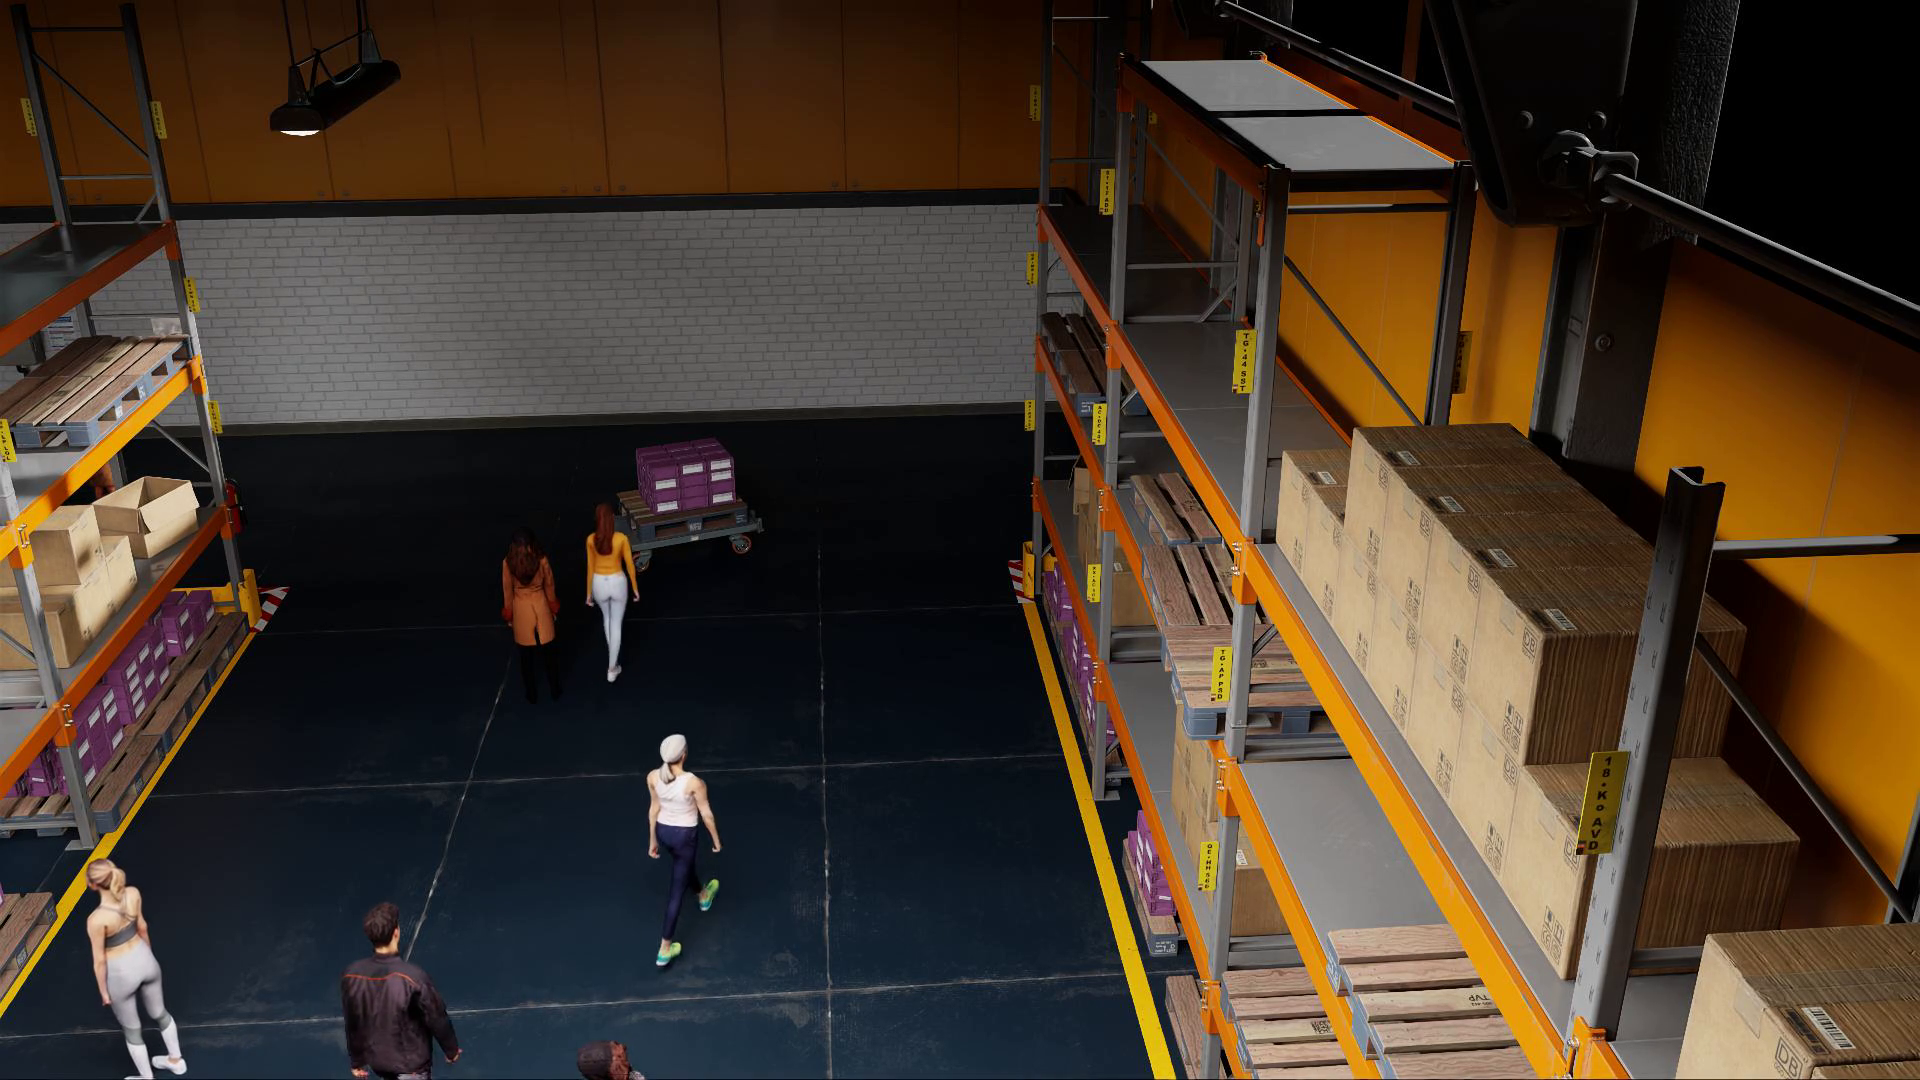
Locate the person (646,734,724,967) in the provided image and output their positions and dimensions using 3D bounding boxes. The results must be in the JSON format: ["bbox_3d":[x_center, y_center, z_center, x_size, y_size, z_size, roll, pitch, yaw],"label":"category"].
[{"bbox_3d":[-2.009,2.195,11.682,0.974,1.648,1.275,8,25,18],"label":"person"}]

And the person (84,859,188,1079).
[{"bbox_3d":[-5.186,2.718,10.417,0.703,1.702,0.599,10,26,23],"label":"person"}]

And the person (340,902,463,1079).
[{"bbox_3d":[-3.243,3.019,9.490,0.995,1.893,1.312,6,24,13],"label":"person"}]

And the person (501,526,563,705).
[{"bbox_3d":[-3.882,0.671,15.078,0.730,1.720,0.653,-7,24,-15],"label":"person"}]

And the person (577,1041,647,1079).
[{"bbox_3d":[-1.755,3.414,8.850,0.902,1.683,1.030,-16,28,-33],"label":"person"}]

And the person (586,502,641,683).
[{"bbox_3d":[-3.251,0.515,15.417,0.657,1.735,0.701,0,24,0],"label":"person"}]
